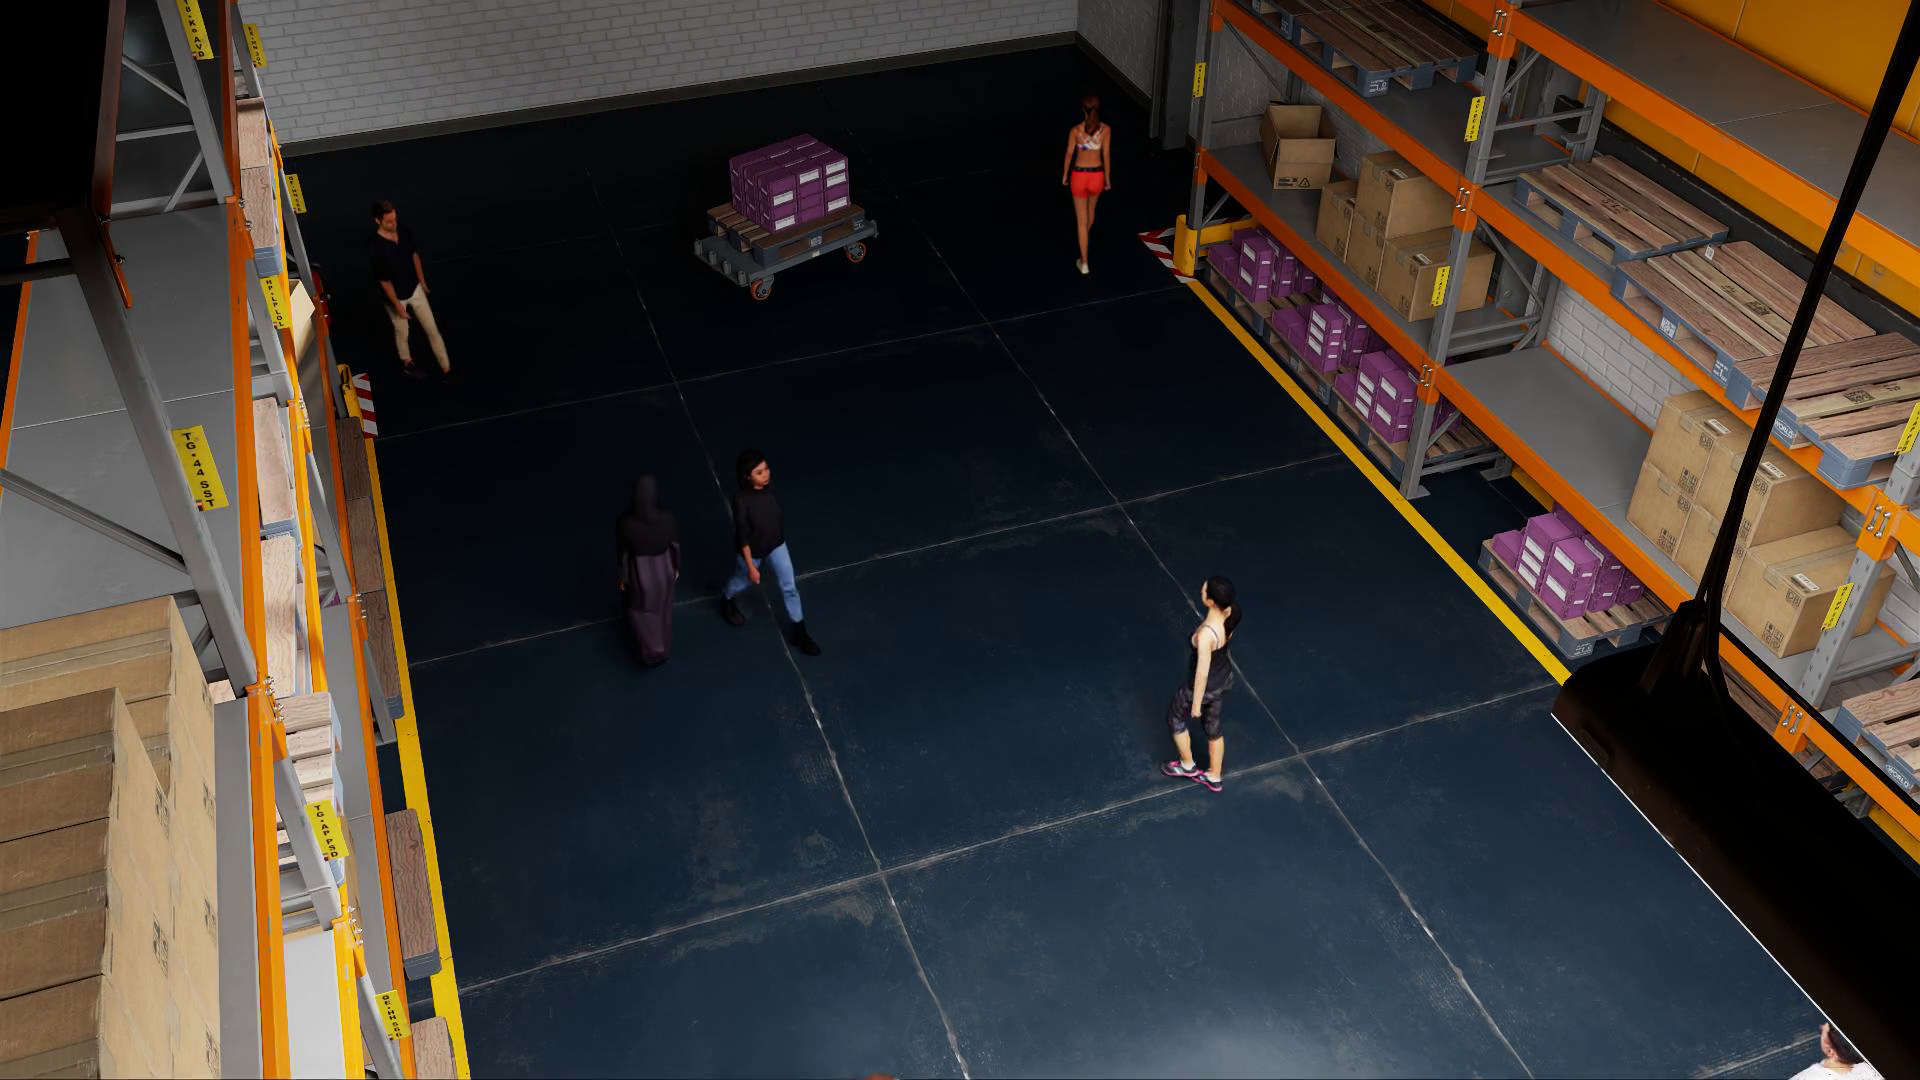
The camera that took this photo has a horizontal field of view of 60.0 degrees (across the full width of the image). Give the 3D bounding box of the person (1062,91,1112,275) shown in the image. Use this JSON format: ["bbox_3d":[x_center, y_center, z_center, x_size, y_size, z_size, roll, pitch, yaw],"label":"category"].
[{"bbox_3d":[1.227,-3.410,16.027,0.769,1.751,1.110,-4,39,-5],"label":"person"}]

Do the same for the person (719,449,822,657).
[{"bbox_3d":[-1.489,0.050,11.766,1.218,1.662,0.960,28,46,30],"label":"person"}]

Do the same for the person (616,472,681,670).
[{"bbox_3d":[-2.146,0.263,11.547,0.638,1.601,0.787,-15,41,-18],"label":"person"}]

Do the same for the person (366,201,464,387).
[{"bbox_3d":[-4.891,-2.145,14.396,1.103,1.810,0.963,25,45,28],"label":"person"}]

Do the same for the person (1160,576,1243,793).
[{"bbox_3d":[1.654,0.969,10.573,0.799,1.715,0.743,25,45,28],"label":"person"}]

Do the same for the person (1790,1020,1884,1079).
[{"bbox_3d":[4.056,3.005,7.952,0.669,1.803,1.142,-12,40,-15],"label":"person"}]
